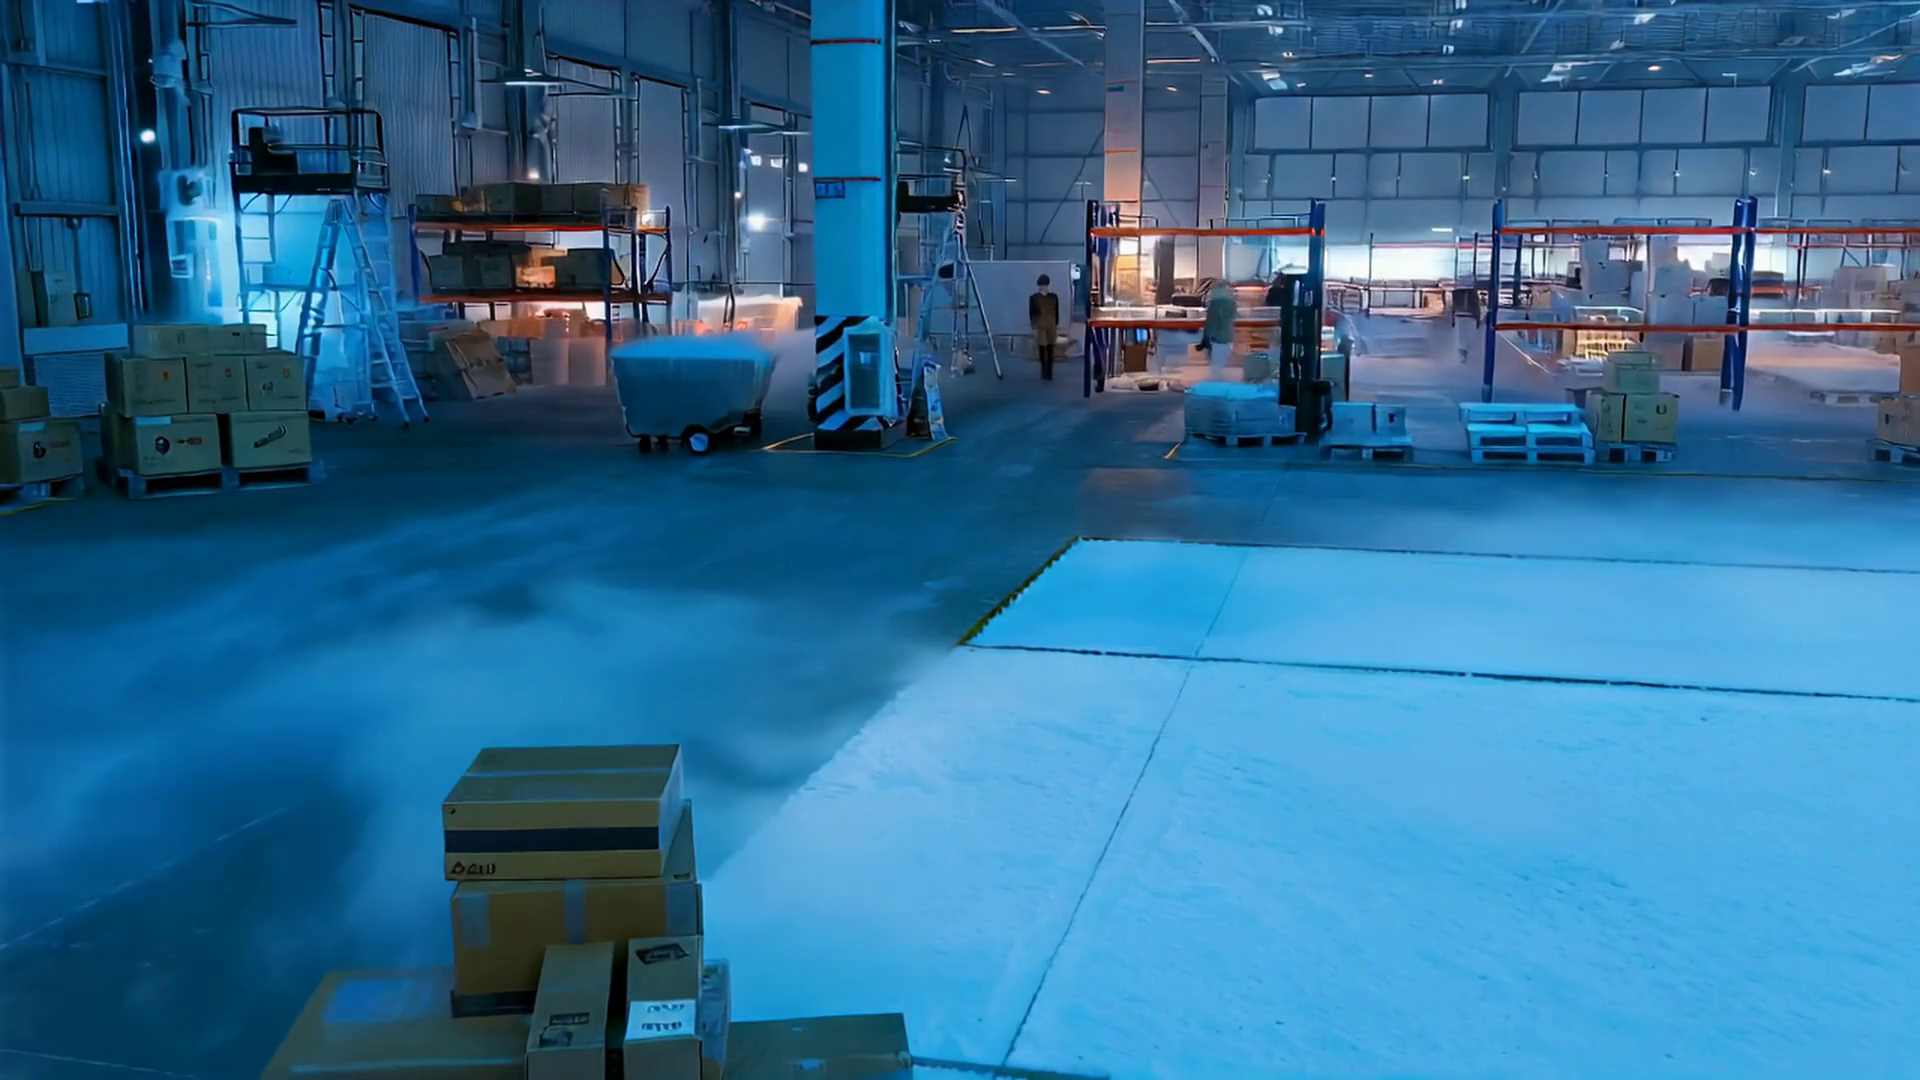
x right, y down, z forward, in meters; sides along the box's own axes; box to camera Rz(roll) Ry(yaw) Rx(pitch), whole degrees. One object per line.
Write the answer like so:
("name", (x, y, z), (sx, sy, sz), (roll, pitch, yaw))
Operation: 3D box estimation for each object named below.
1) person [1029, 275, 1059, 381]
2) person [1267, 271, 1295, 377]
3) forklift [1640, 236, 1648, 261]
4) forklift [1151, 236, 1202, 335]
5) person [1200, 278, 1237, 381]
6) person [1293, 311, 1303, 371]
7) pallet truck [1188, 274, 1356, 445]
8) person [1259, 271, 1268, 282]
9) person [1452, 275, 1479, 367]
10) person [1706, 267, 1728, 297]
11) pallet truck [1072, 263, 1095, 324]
("person", (1.497, -3.756, 29.521), (0.523, 1.871, 1.084), (2, 10, 9))
("person", (5.853, -3.920, 30.269), (0.569, 1.924, 0.642), (-4, 10, -22))
("forklift", (21.121, -7.887, 50.839), (1.129, 2.768, 1.873), (-9, 13, -41))
("forklift", (5.866, -7.214, 46.878), (1.873, 2.768, 1.129), (2, 10, 14))
("person", (3.932, -2.997, 24.992), (0.600, 1.884, 0.988), (-9, 13, -42))
("person", (6.626, -4.099, 31.915), (0.321, 1.736, 0.488), (6, 11, 31))
("pallet truck", (3.653, -2.138, 19.590), (1.885, 1.965, 0.823), (-4, 10, -20))
("person", (10.892, -8.759, 59.443), (0.538, 1.698, 0.320), (-5, 11, -28))
("person", (10.088, -4.362, 33.170), (0.446, 1.829, 0.652), (-6, 11, -32))
("person", (20.011, -6.220, 43.876), (0.651, 1.906, 0.831), (4, 10, 22))
("pallet truck", (4.325, -8.180, 55.162), (0.823, 1.965, 1.885), (6, 11, 31))
